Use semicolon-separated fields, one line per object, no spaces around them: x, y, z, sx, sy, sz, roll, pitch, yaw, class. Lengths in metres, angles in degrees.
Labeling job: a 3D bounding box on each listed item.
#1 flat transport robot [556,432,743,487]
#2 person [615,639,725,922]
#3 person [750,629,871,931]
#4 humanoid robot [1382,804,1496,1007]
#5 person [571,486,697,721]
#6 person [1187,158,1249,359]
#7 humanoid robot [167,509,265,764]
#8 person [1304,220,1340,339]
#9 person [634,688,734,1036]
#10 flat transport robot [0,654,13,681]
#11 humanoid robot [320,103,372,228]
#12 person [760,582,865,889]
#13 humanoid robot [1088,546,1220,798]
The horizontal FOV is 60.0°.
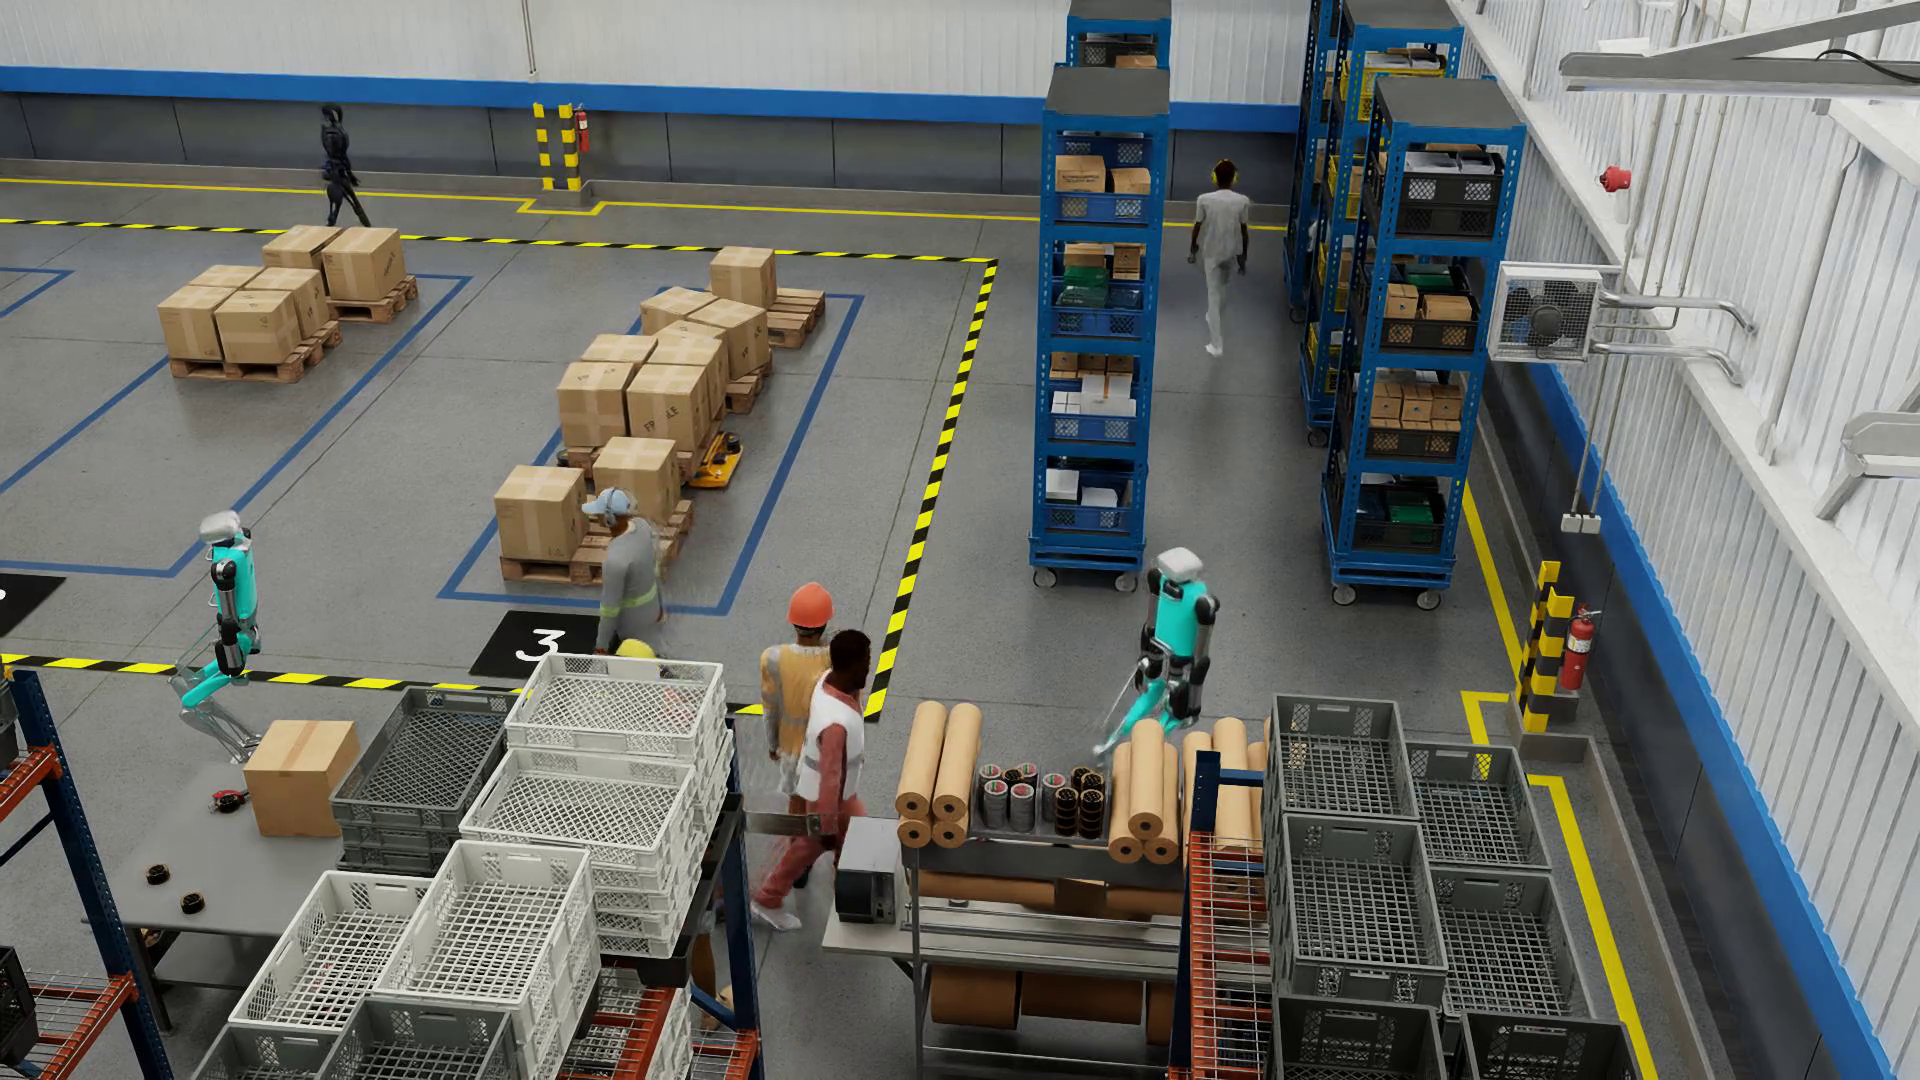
-2.583;-0.709;13.863;1.431;0.197;0.652;3;30;6;flat transport robot
-1.562;1.343;8.924;0.719;1.722;0.621;8;31;13;person
-0.692;1.318;8.842;0.983;1.853;0.655;-3;30;-6;person
2.383;1.861;8.117;0.613;1.629;0.734;8;31;13;humanoid robot
-2.065;0.479;10.324;0.961;1.797;0.609;3;30;5;person
2.443;-2.717;15.804;0.497;1.816;0.948;-4;30;-7;person
-4.523;0.615;10.020;0.735;1.681;0.533;-5;31;-8;humanoid robot
3.399;-2.258;14.982;0.555;1.834;0.527;4;30;7;person
-1.419;1.592;8.183;0.604;2.038;0.390;7;31;12;person
-7.142;0.969;11.010;1.431;0.231;0.659;3;30;6;flat transport robot
-6.719;-3.932;18.067;0.777;1.621;0.586;-3;30;-4;humanoid robot
-0.794;1.089;9.145;0.550;1.934;0.373;4;30;8;person
0.979;0.953;9.591;0.963;1.776;0.558;-18;35;-29;humanoid robot
